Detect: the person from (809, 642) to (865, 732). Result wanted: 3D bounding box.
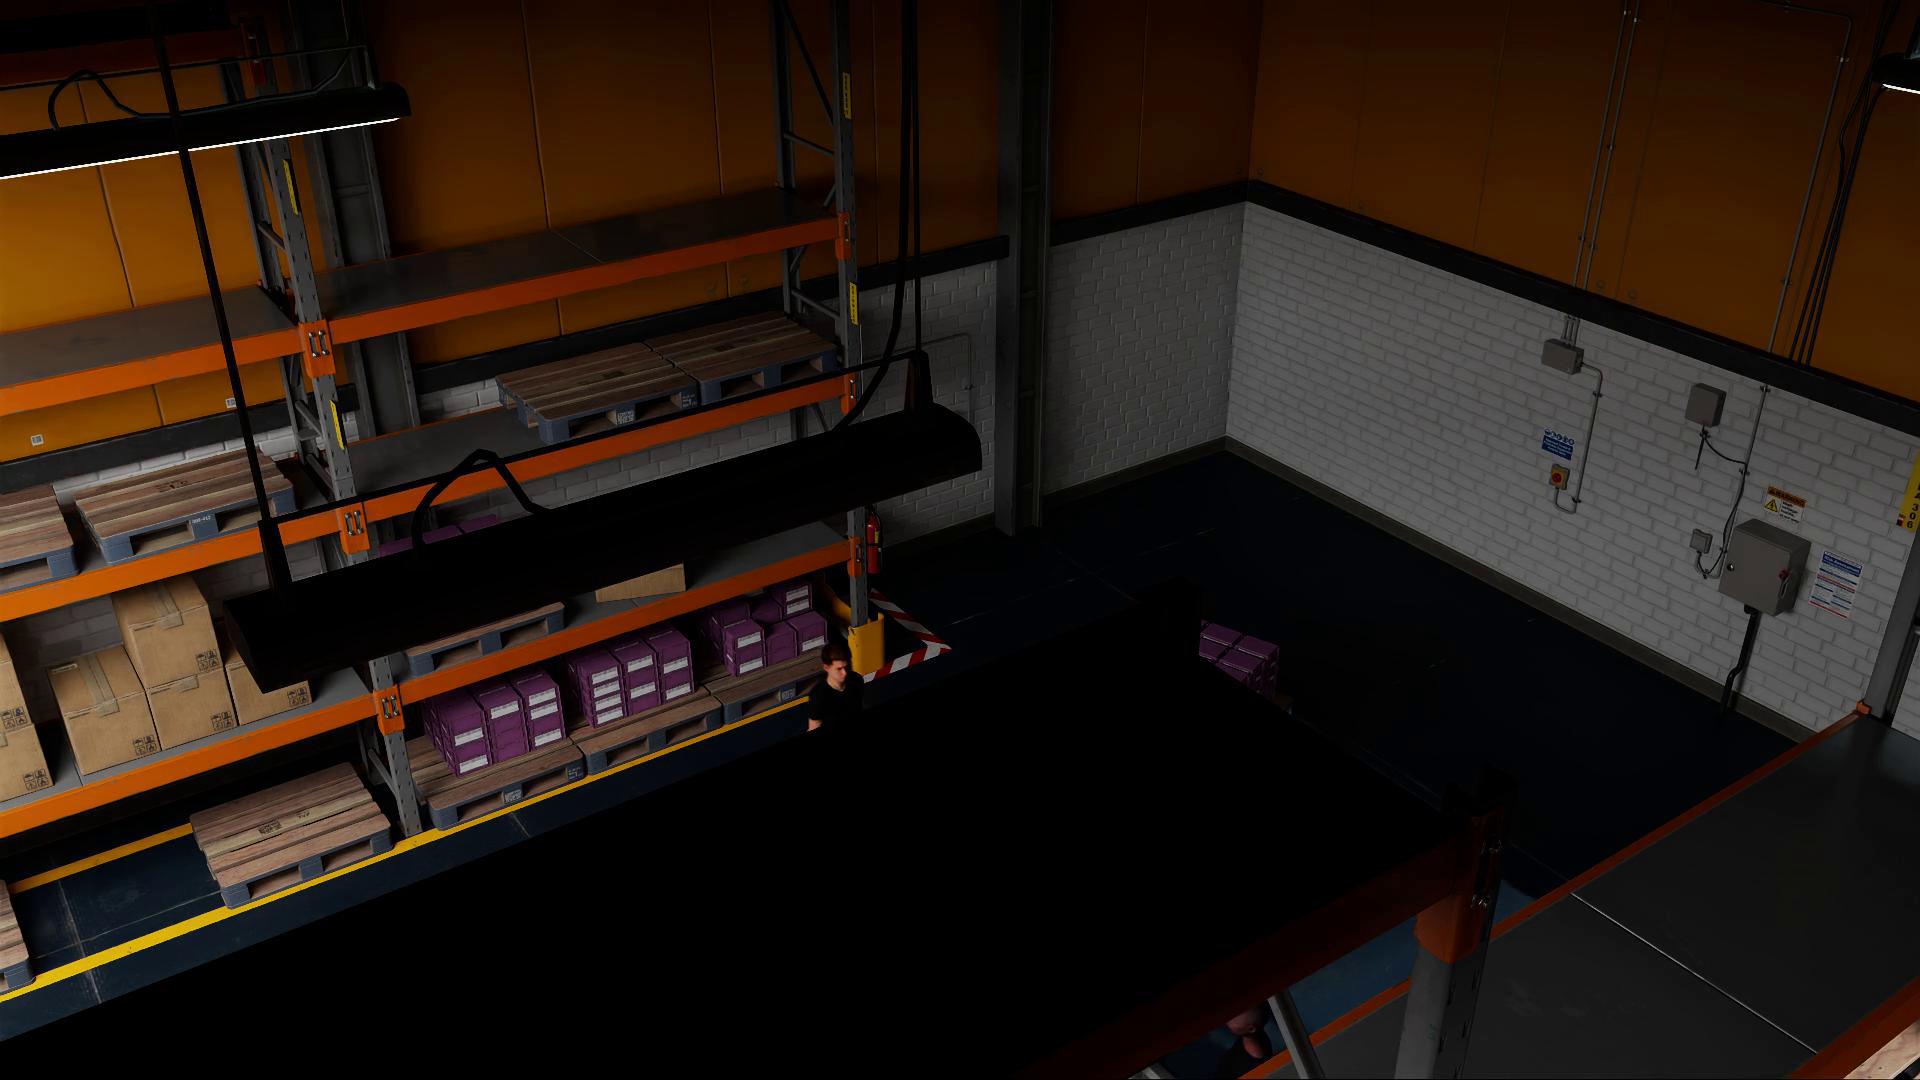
[{"bbox_3d":[-0.863,1.515,11.912,0.786,1.861,0.571,25,37,38],"label":"person"}]

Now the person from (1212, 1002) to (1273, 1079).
[{"bbox_3d":[1.550,3.147,9.037,0.708,1.749,0.682,0,29,0],"label":"person"}]
